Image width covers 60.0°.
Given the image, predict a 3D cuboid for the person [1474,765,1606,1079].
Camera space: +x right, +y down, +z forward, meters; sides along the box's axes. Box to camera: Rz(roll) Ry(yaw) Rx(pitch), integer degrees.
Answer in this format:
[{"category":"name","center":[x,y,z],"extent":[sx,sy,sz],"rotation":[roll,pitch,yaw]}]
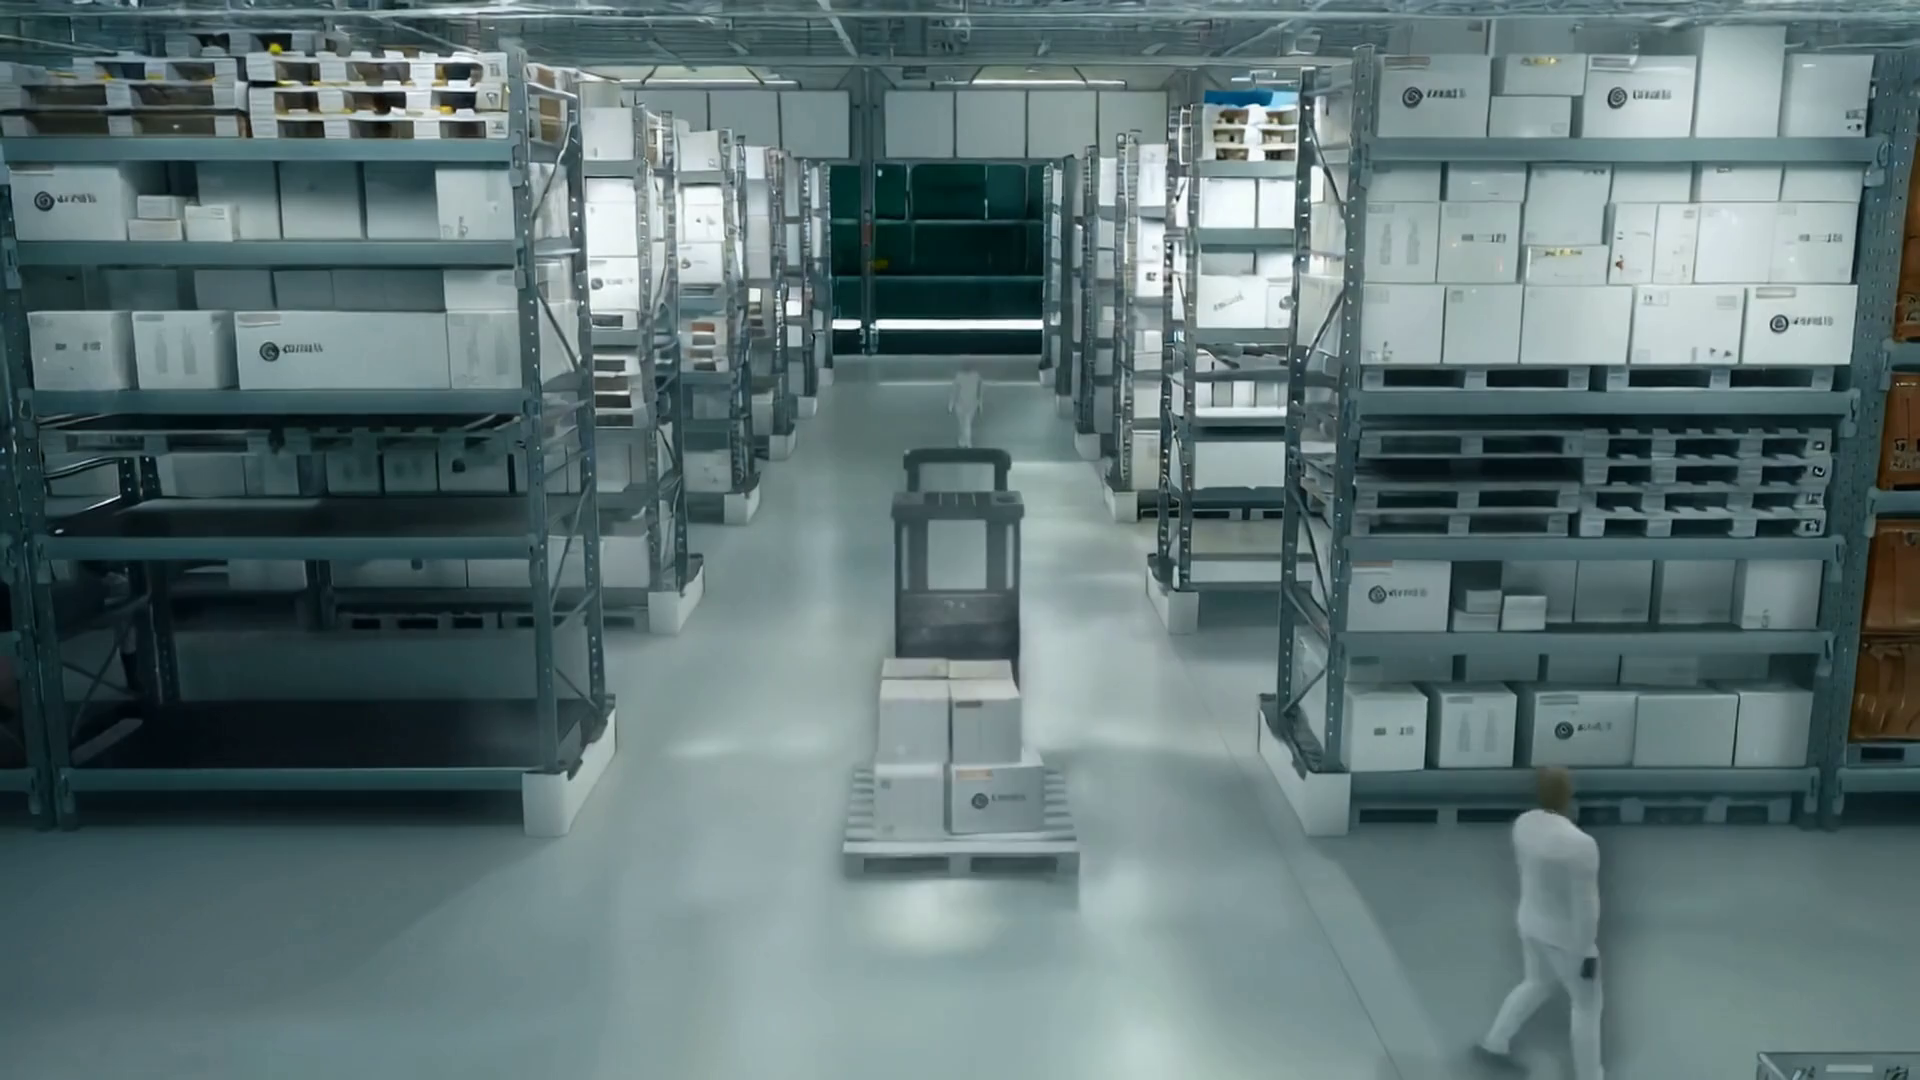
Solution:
[{"category":"person","center":[3.339,2.196,9.322],"extent":[0.614,1.888,0.664],"rotation":[-3,12,-15]}]

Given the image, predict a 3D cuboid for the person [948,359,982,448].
[{"category":"person","center":[0.059,-2.740,33.805],"extent":[0.678,1.856,0.965],"rotation":[-6,13,-26]}]

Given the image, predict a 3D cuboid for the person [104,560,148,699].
[{"category":"person","center":[-8.297,0.836,16.501],"extent":[0.317,1.695,0.540],"rotation":[-11,16,-43]}]

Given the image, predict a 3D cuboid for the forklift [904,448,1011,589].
[{"category":"forklift","center":[-0.025,0.578,14.835],"extent":[1.129,2.768,1.873],"rotation":[0,11,-1]}]
